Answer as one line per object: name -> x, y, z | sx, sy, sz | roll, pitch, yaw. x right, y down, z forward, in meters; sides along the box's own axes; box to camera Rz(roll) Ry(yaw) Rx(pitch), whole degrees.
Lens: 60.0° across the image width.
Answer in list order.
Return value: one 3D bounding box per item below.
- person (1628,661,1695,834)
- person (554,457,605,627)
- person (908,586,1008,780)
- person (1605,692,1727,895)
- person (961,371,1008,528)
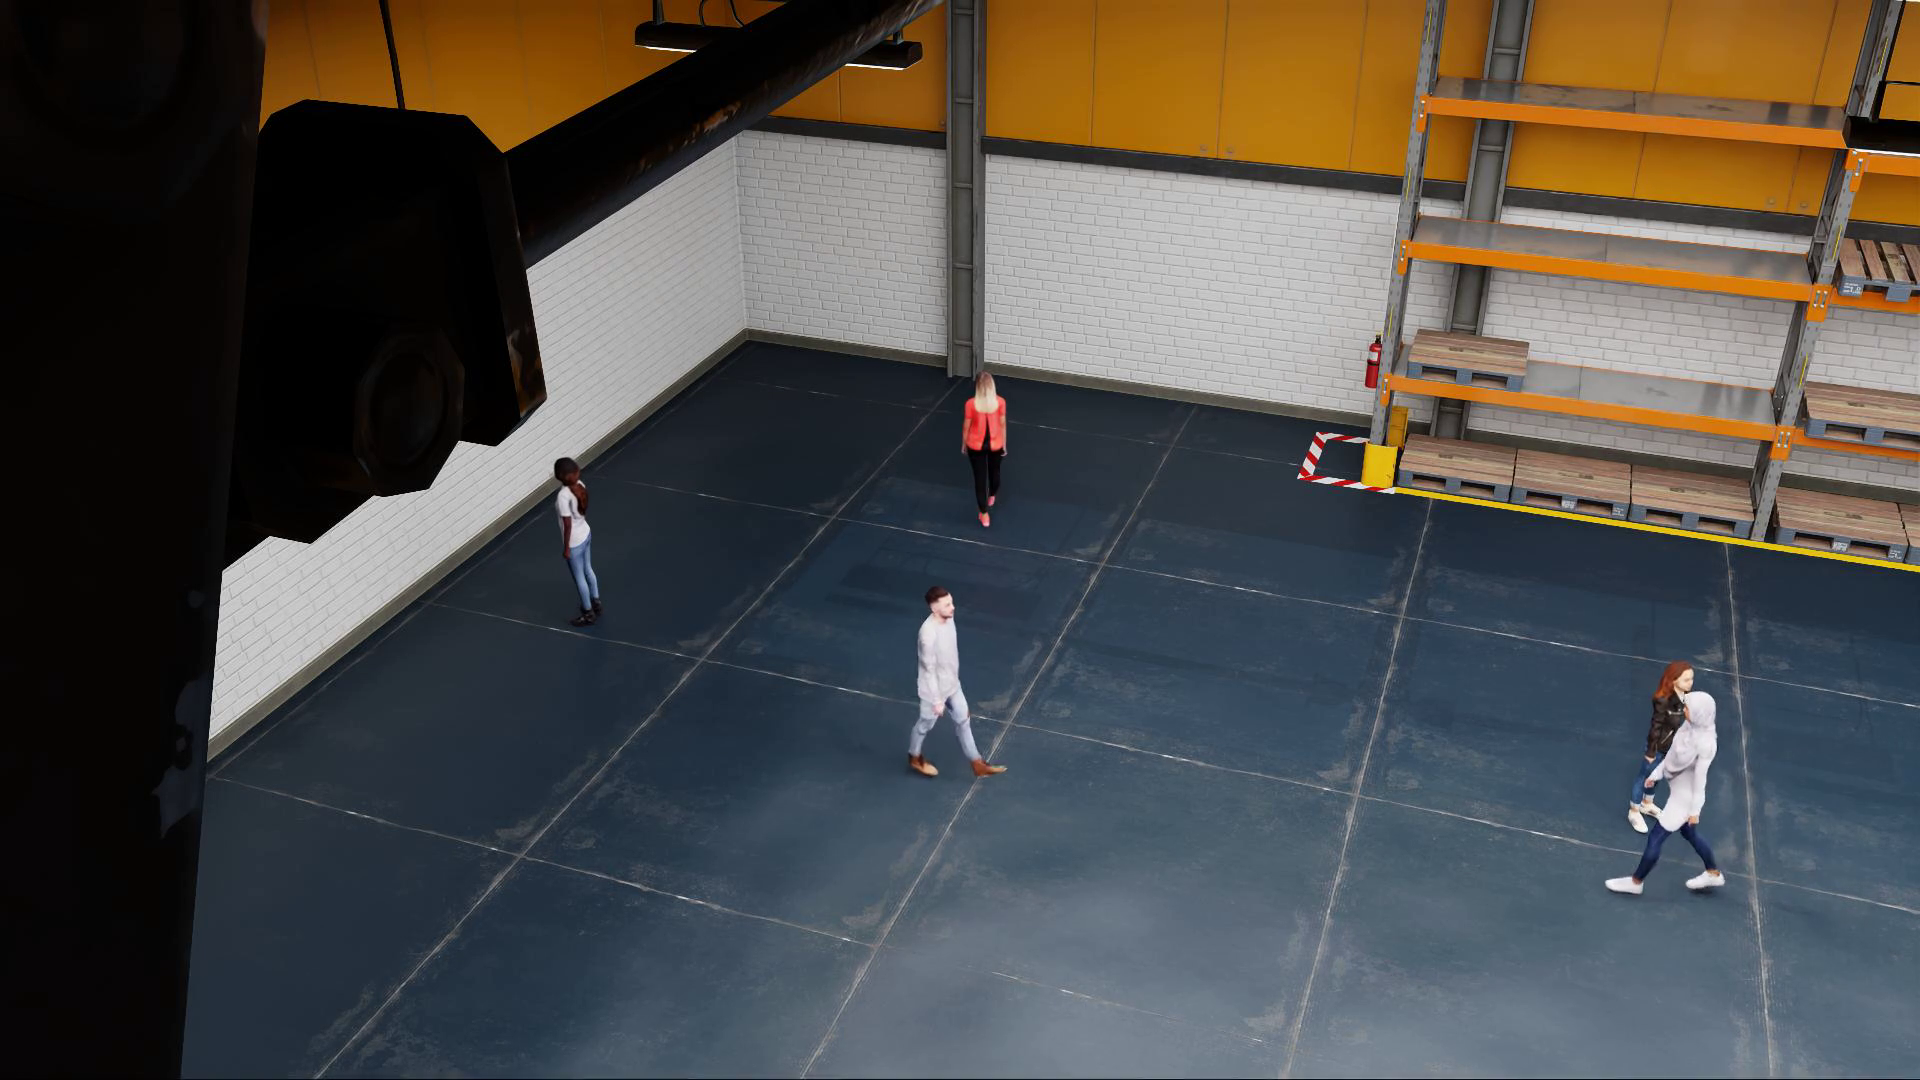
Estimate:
person -> 5.486, 1.574, 12.995 | 0.643, 1.483, 0.675 | -18, 33, -29
person -> -3.601, 0.004, 15.624 | 0.562, 1.720, 0.619 | 5, 29, 9
person -> -0.250, 1.159, 13.424 | 1.102, 1.800, 0.773 | 12, 31, 21
person -> 5.382, 1.889, 12.150 | 1.090, 1.739, 0.663 | 7, 29, 12
person -> 0.274, -0.928, 17.384 | 0.976, 1.672, 0.941 | -3, 29, -6
